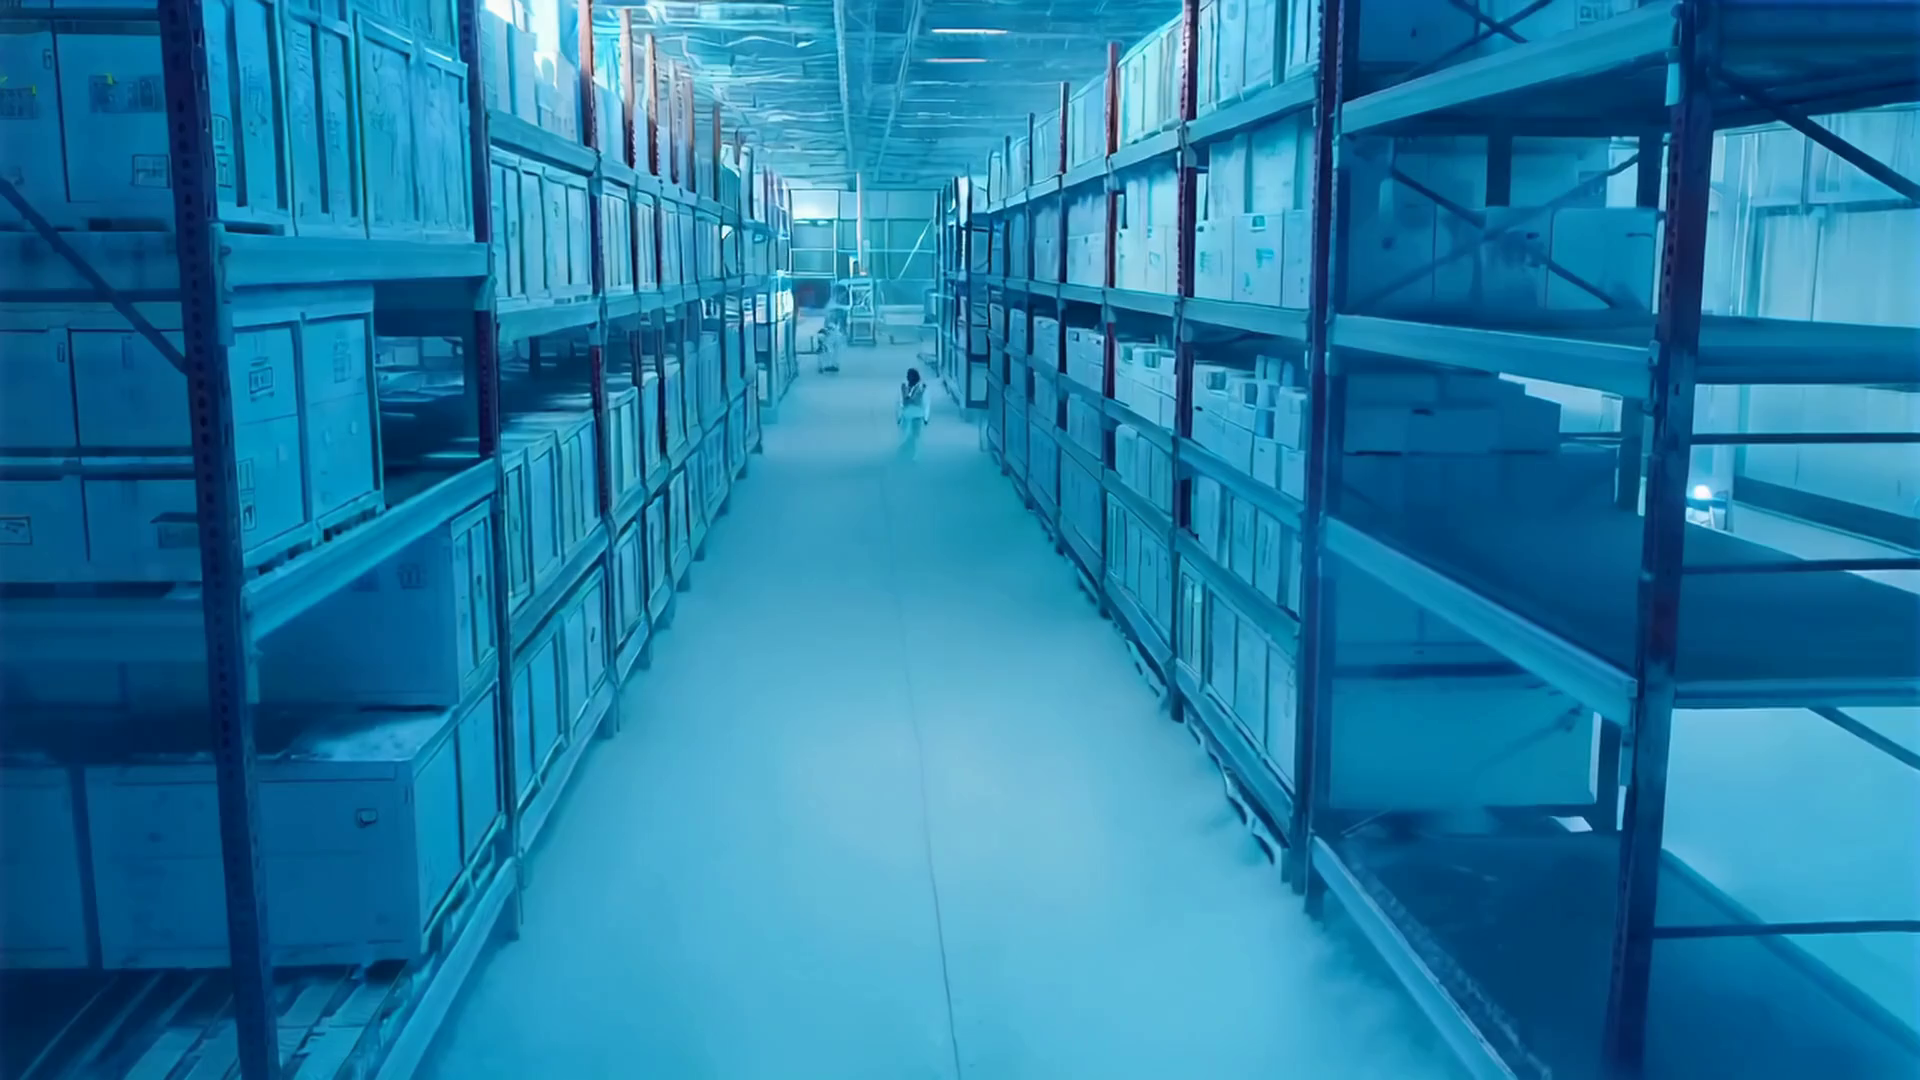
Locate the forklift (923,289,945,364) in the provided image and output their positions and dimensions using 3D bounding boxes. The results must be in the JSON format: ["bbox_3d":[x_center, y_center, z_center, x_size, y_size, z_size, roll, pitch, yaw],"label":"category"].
[{"bbox_3d":[-0.810,-8.123,62.989,1.129,2.768,1.873,-1,10,-3],"label":"forklift"}]

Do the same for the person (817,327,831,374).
[{"bbox_3d":[-4.679,-6.490,56.982,0.530,1.610,0.644,-3,10,-17],"label":"person"}]

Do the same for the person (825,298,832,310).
[{"bbox_3d":[-7.024,-11.810,87.887,0.691,1.912,0.627,-6,11,-31],"label":"person"}]

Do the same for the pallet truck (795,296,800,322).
[{"bbox_3d":[-8.622,-12.439,91.403,1.885,1.965,0.823,2,10,13],"label":"pallet truck"}]

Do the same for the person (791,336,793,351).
[{"bbox_3d":[-6.369,-7.442,61.612,0.689,1.973,0.632,8,13,41],"label":"person"}]

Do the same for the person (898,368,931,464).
[{"bbox_3d":[-0.882,-2.356,31.661,0.648,1.833,0.435,2,10,14],"label":"person"}]

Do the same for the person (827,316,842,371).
[{"bbox_3d":[-4.442,-6.905,58.518,0.627,1.941,0.371,7,12,38],"label":"person"}]

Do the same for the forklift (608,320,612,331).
[{"bbox_3d":[-13.756,-8.406,64.682,1.873,2.768,1.129,-1,10,-4],"label":"forklift"}]
